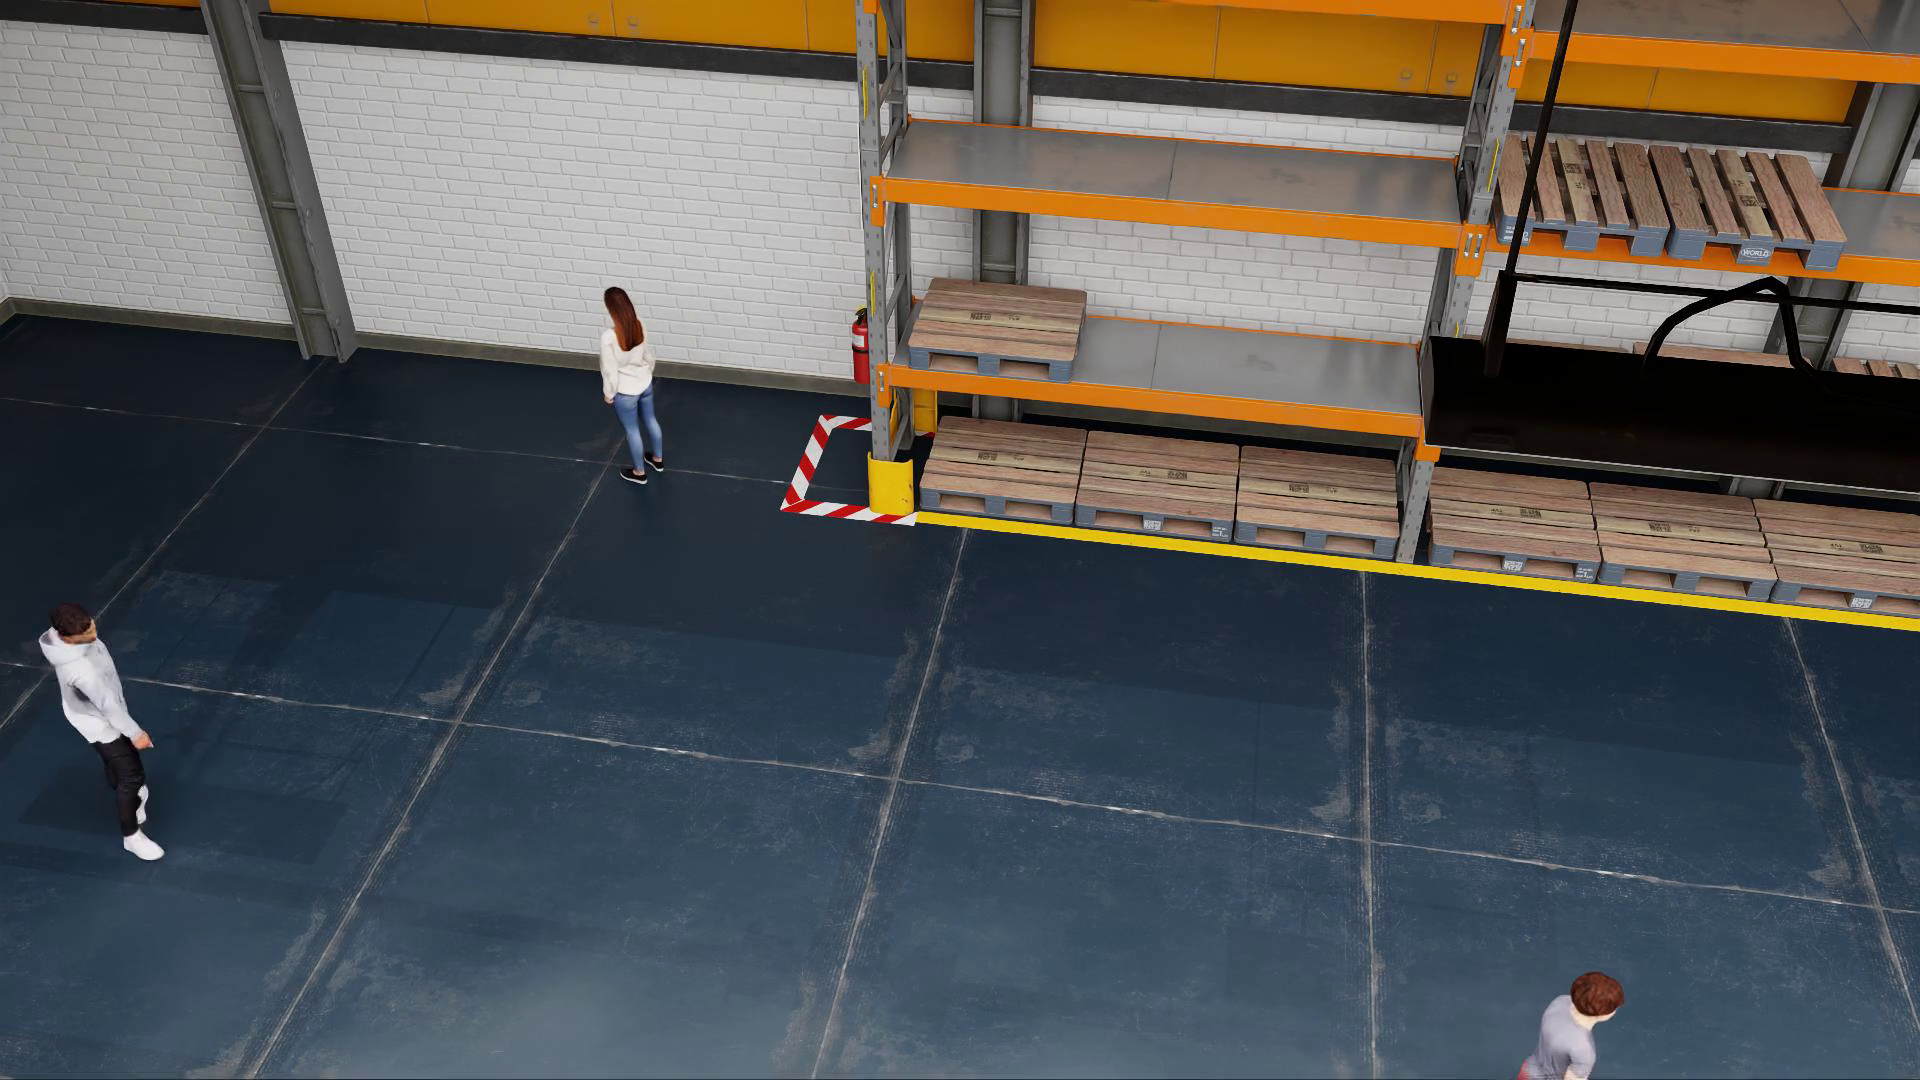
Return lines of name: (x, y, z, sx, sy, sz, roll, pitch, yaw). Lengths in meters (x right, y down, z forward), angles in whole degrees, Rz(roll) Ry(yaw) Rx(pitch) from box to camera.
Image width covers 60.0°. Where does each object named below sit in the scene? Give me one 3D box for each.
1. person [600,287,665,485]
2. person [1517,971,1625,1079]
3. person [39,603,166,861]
person: (-2.530, -1.196, 12.820, 0.710, 1.694, 0.703, 27, 46, 29)
person: (2.782, 2.661, 8.035, 0.804, 1.637, 0.684, -1, 39, -2)
person: (-5.135, 1.029, 9.863, 0.873, 1.907, 0.988, 23, 44, 26)
